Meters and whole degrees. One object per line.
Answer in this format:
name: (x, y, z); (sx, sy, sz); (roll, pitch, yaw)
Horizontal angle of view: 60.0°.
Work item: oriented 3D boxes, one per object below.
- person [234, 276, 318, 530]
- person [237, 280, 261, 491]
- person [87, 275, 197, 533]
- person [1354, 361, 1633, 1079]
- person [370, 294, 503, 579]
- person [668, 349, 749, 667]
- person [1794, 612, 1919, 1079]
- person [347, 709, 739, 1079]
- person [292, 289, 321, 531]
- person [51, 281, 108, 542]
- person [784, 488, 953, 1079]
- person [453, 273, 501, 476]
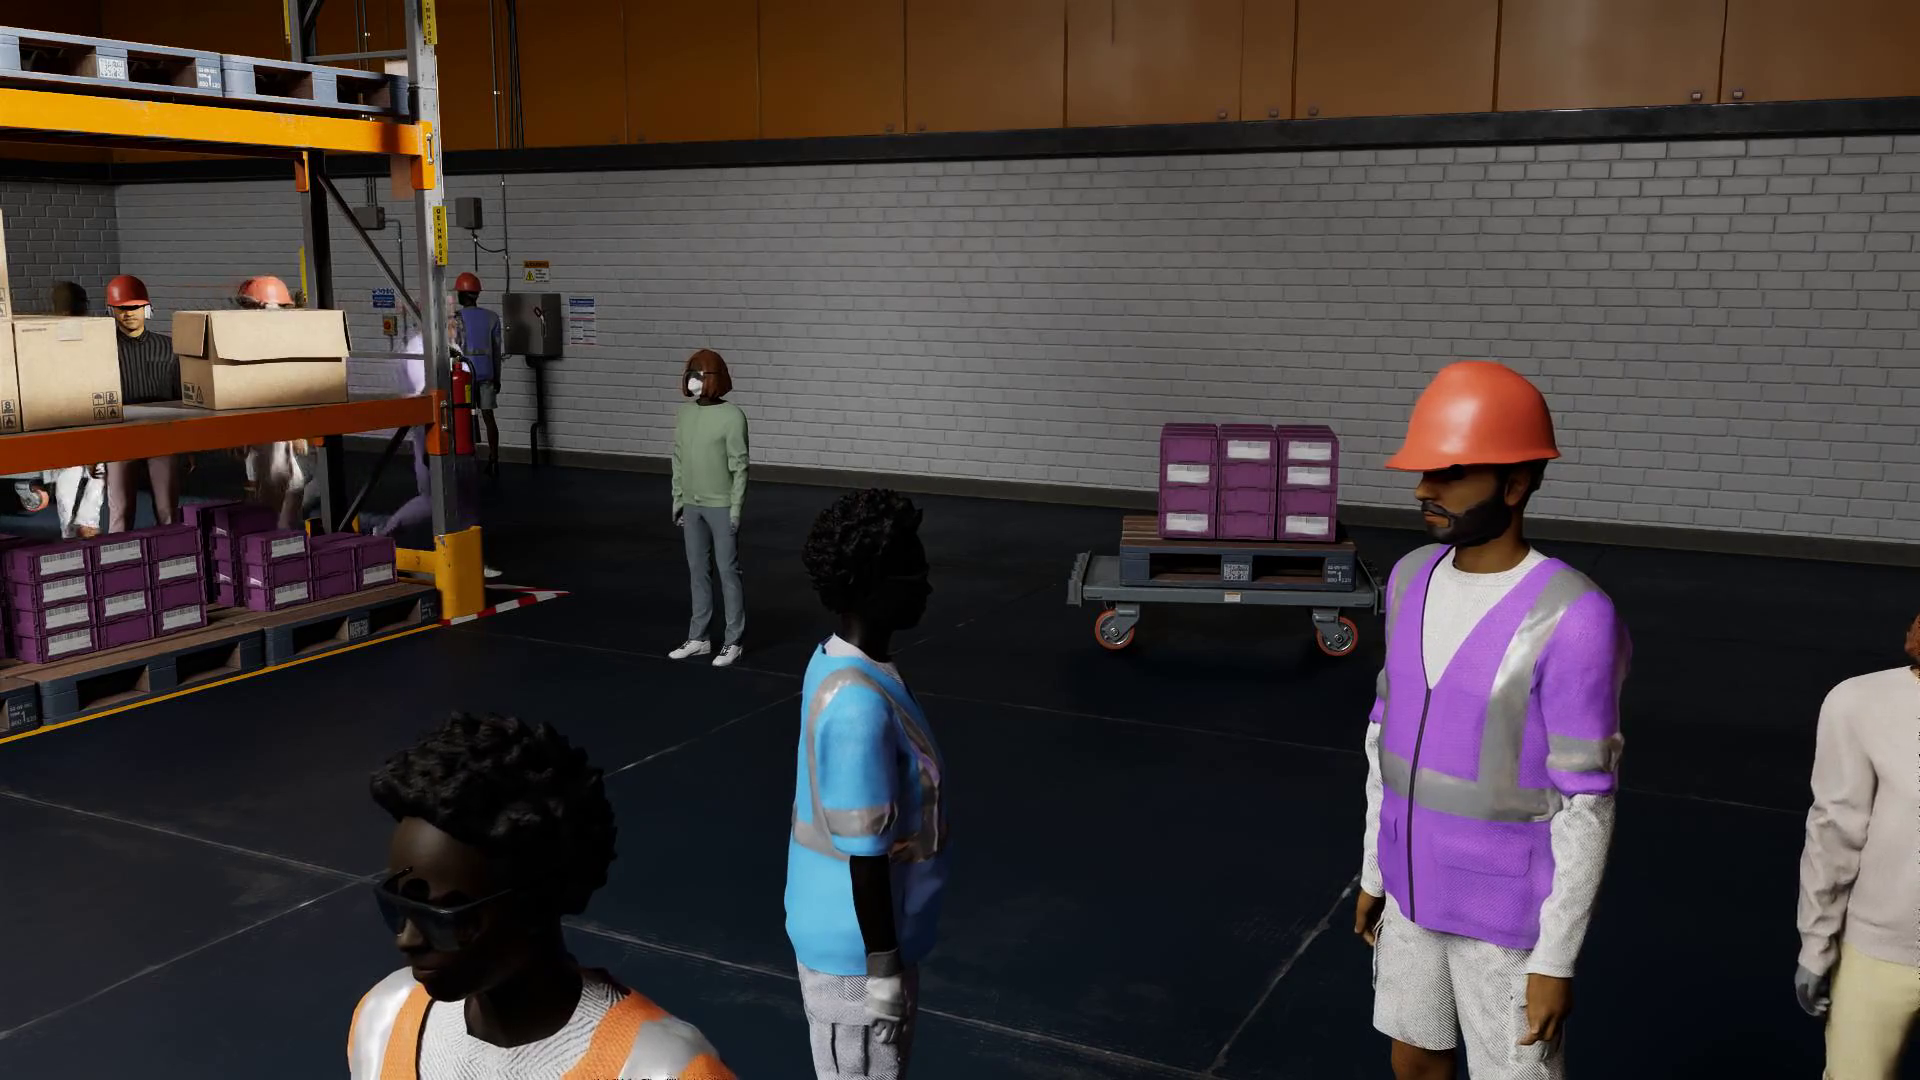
person: (-4.296, -0.687, 10.638); (0.634, 1.969, 0.696); (9, 14, 43)
person: (-6.268, -1.376, 14.884); (0.574, 1.887, 0.355); (-5, 11, -27)
person: (-4.881, -0.569, 9.902); (0.622, 1.993, 0.382); (-6, 12, -33)
person: (0.914, 0.646, 3.034); (0.360, 1.938, 0.546); (-5, 11, -28)
person: (-3.424, -0.663, 10.783); (0.759, 1.877, 0.646); (2, 10, 12)
person: (-1.303, -0.168, 8.618); (0.497, 1.636, 0.285); (7, 12, 34)
person: (1.825, 0.795, 3.087); (0.503, 1.629, 0.283); (4, 10, 21)
person: (-0.426, 0.995, 1.746); (0.536, 1.690, 0.322); (6, 11, 30)
person: (-4.419, -0.748, 11.202); (0.488, 1.904, 0.708); (-4, 10, -20)
person: (-6.280, -0.877, 11.880); (0.661, 1.923, 0.460); (8, 12, 38)
person: (-0.173, 0.744, 3.162); (0.319, 1.696, 0.519); (-1, 10, -8)
person: (-4.647, -1.570, 15.860); (0.552, 1.936, 0.362); (-8, 13, -41)
